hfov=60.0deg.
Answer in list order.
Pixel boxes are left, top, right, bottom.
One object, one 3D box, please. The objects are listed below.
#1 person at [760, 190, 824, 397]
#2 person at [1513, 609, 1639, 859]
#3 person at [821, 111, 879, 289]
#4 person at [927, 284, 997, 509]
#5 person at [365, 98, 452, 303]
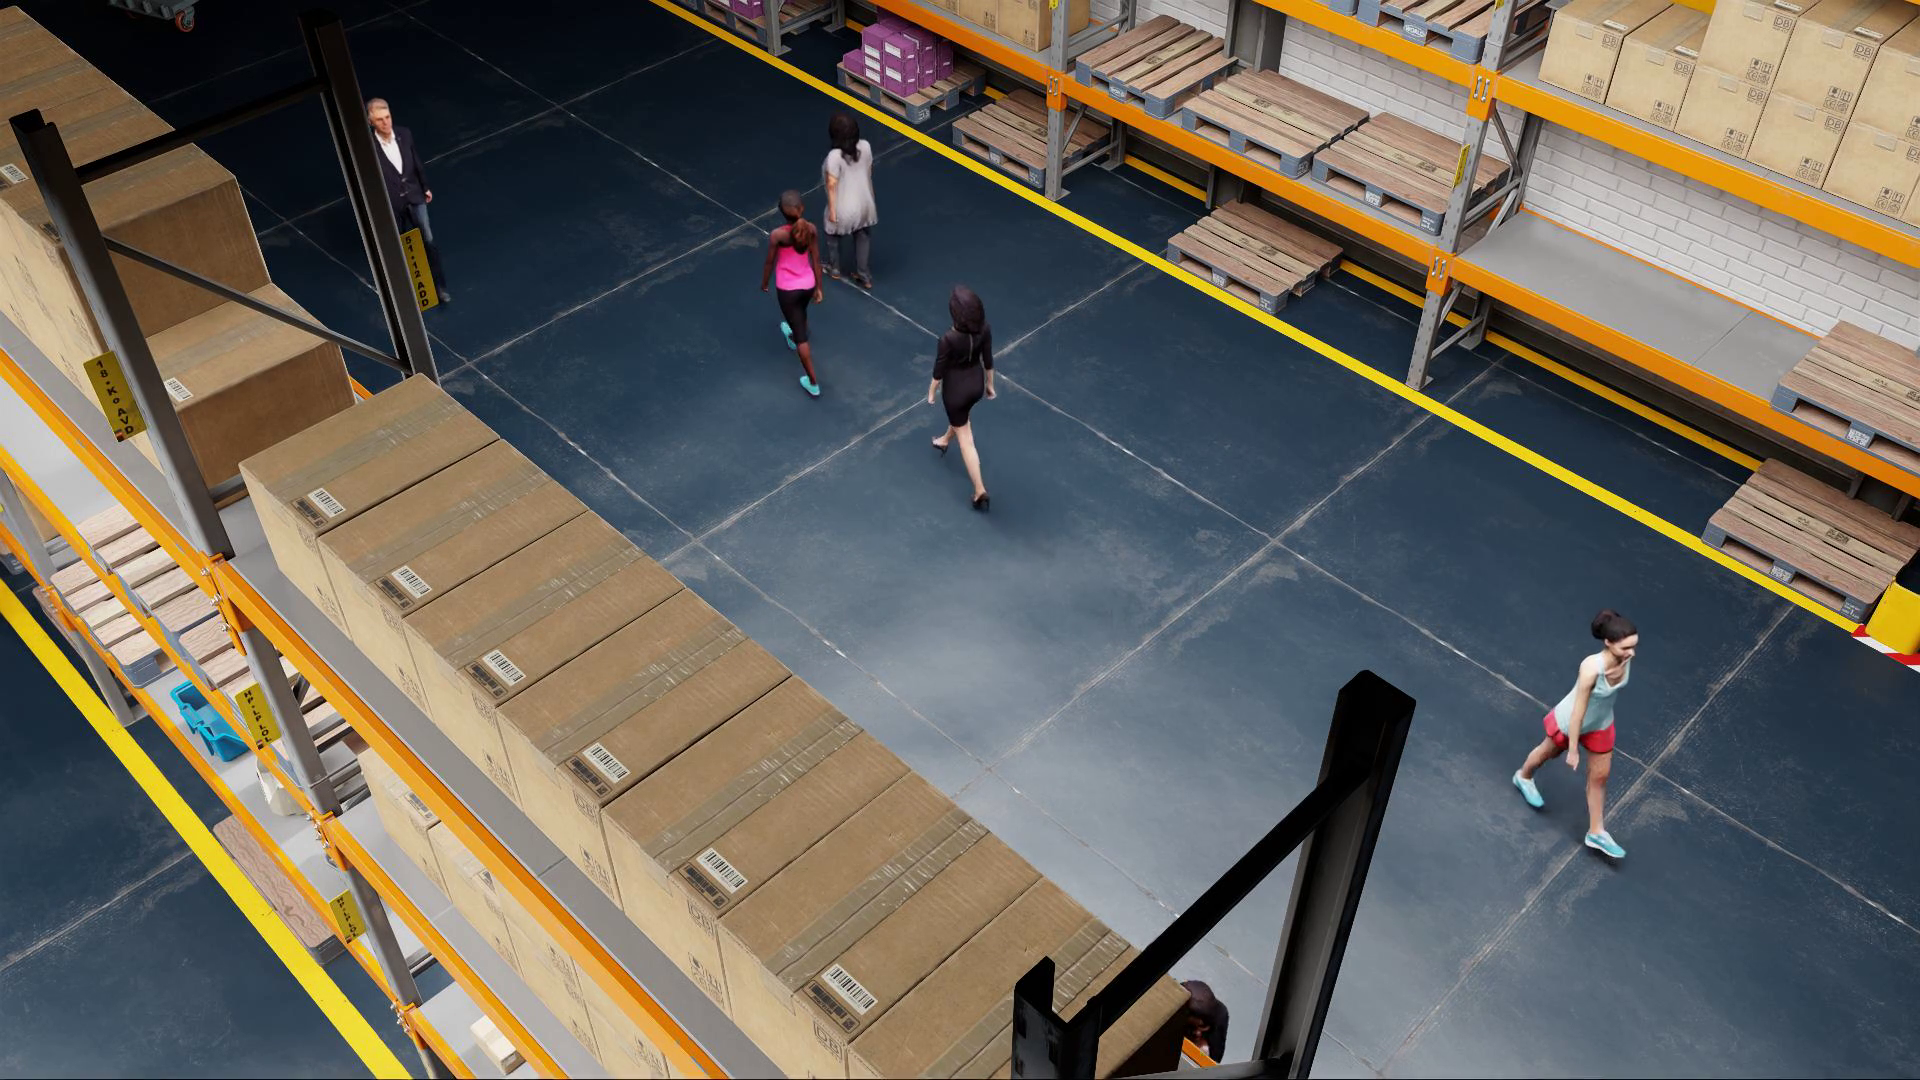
[{"bbox_3d":[-1.238,-1.886,12.972,0.778,1.671,1.151,-22,48,-21],"label":"person"},{"bbox_3d":[3.627,1.034,9.866,0.825,1.728,1.143,-20,47,-20],"label":"person"},{"bbox_3d":[-0.891,-2.819,14.011,0.678,1.589,0.775,-29,51,-27],"label":"person"},{"bbox_3d":[0.067,-0.970,11.949,0.767,1.756,1.143,-26,49,-25],"label":"person"},{"bbox_3d":[-4.728,-2.909,13.973,0.898,1.771,1.241,-23,48,-22],"label":"person"}]
